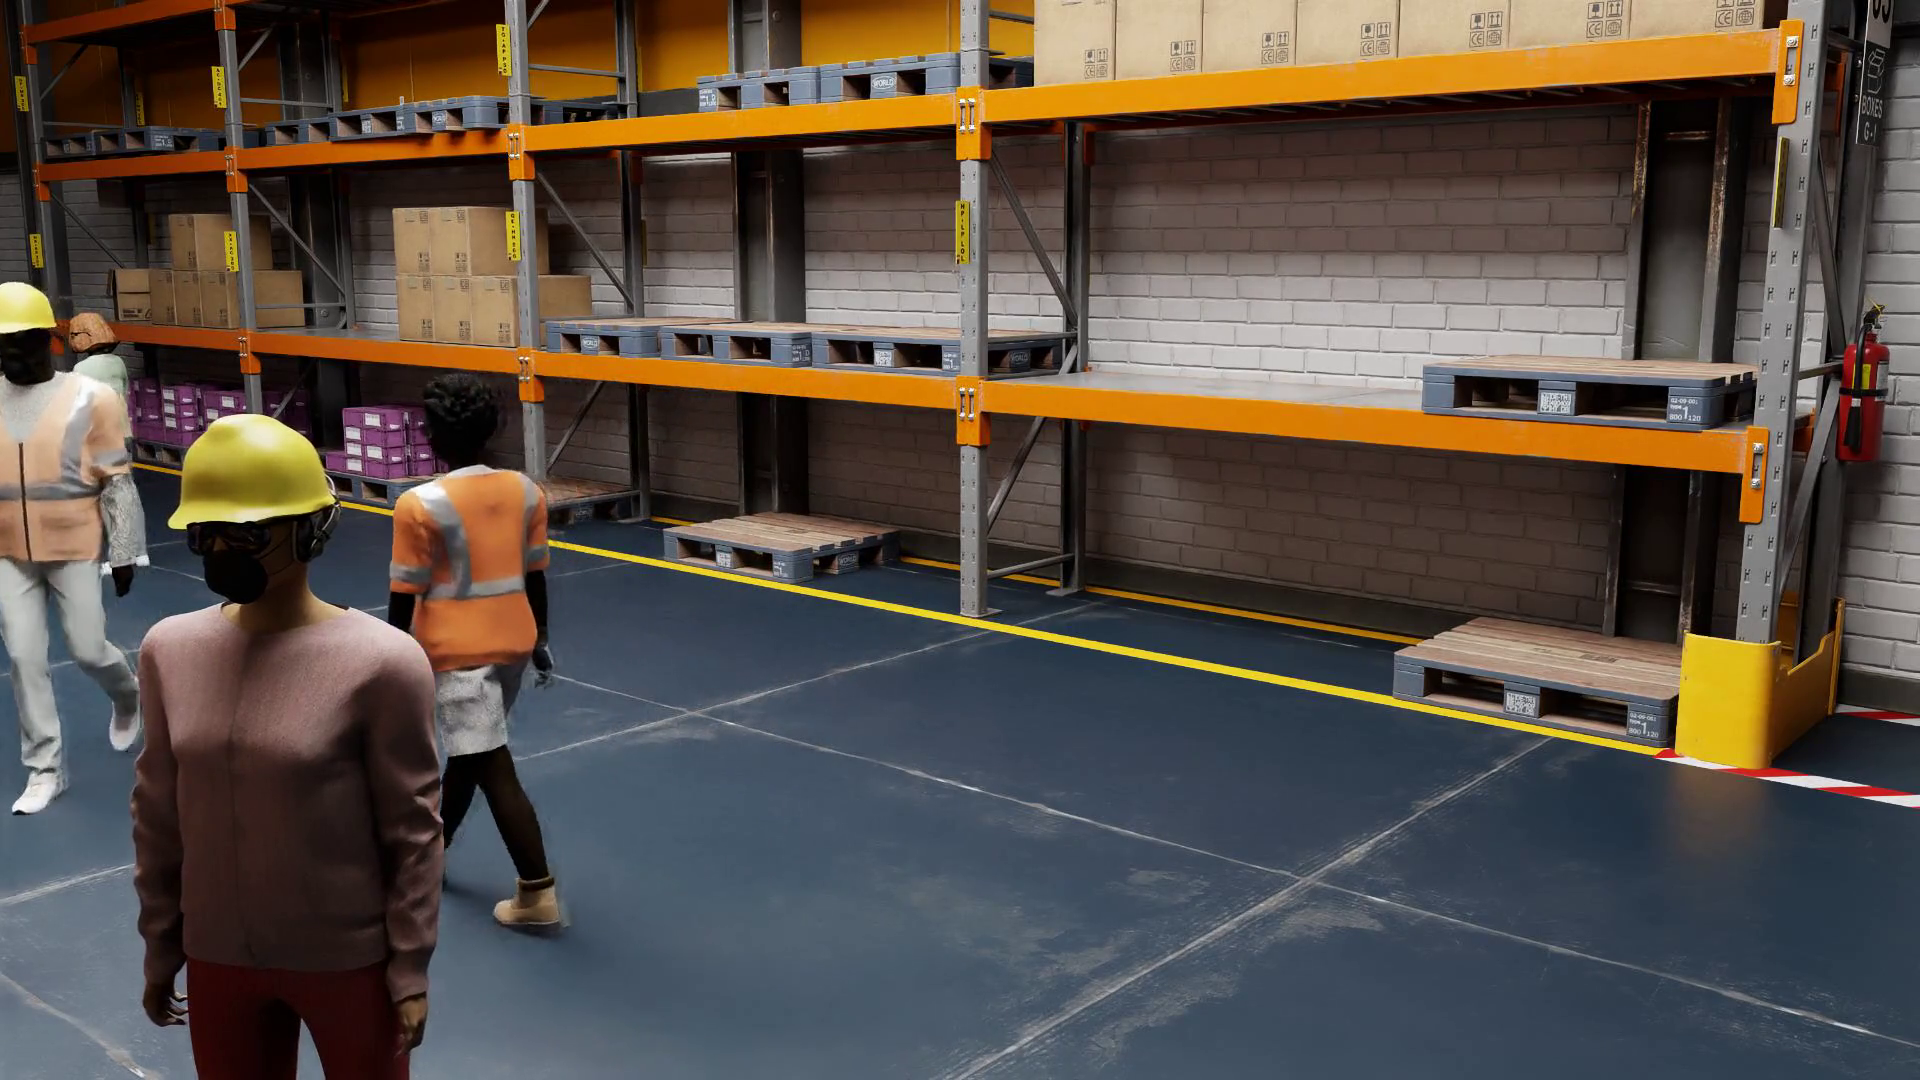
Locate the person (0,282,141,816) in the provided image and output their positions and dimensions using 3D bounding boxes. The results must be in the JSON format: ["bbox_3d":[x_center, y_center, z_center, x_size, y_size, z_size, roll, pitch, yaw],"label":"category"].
[{"bbox_3d":[-3.354,0.003,6.165,0.588,1.906,0.728,-1,10,-6],"label":"person"}]

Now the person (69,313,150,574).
[{"bbox_3d":[-5.336,-0.598,10.381,0.288,1.626,0.498,0,10,1],"label":"person"}]

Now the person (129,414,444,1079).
[{"bbox_3d":[-1.094,0.676,2.716,0.525,1.769,0.309,1,10,8],"label":"person"}]

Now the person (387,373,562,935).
[{"bbox_3d":[-1.512,0.328,5.002,0.858,1.642,0.549,6,11,29],"label":"person"}]
